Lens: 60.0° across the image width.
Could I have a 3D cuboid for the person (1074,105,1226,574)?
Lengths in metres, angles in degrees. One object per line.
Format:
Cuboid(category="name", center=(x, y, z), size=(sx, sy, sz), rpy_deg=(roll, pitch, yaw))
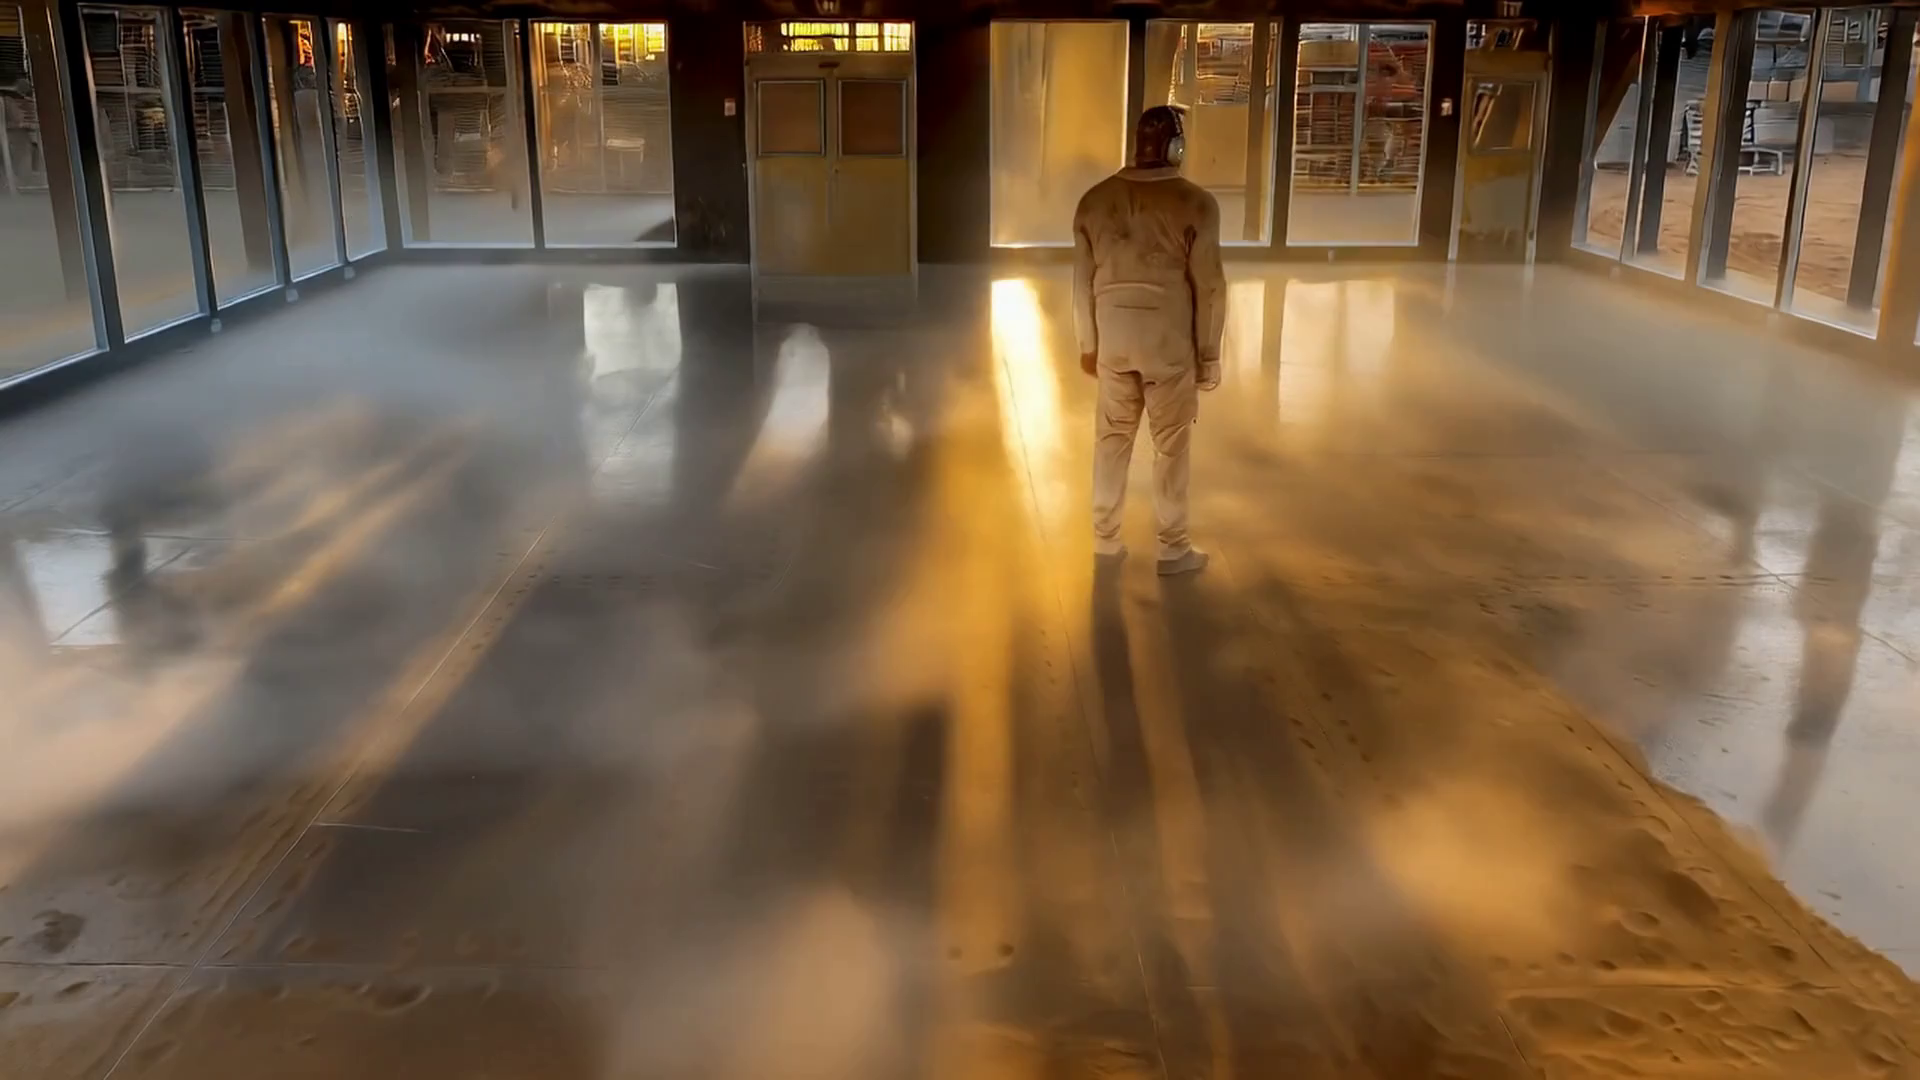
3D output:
Cuboid(category="person", center=(0.792, -0.812, 6.870), size=(0.651, 1.904, 0.403), rpy_deg=(10, 19, 30))
